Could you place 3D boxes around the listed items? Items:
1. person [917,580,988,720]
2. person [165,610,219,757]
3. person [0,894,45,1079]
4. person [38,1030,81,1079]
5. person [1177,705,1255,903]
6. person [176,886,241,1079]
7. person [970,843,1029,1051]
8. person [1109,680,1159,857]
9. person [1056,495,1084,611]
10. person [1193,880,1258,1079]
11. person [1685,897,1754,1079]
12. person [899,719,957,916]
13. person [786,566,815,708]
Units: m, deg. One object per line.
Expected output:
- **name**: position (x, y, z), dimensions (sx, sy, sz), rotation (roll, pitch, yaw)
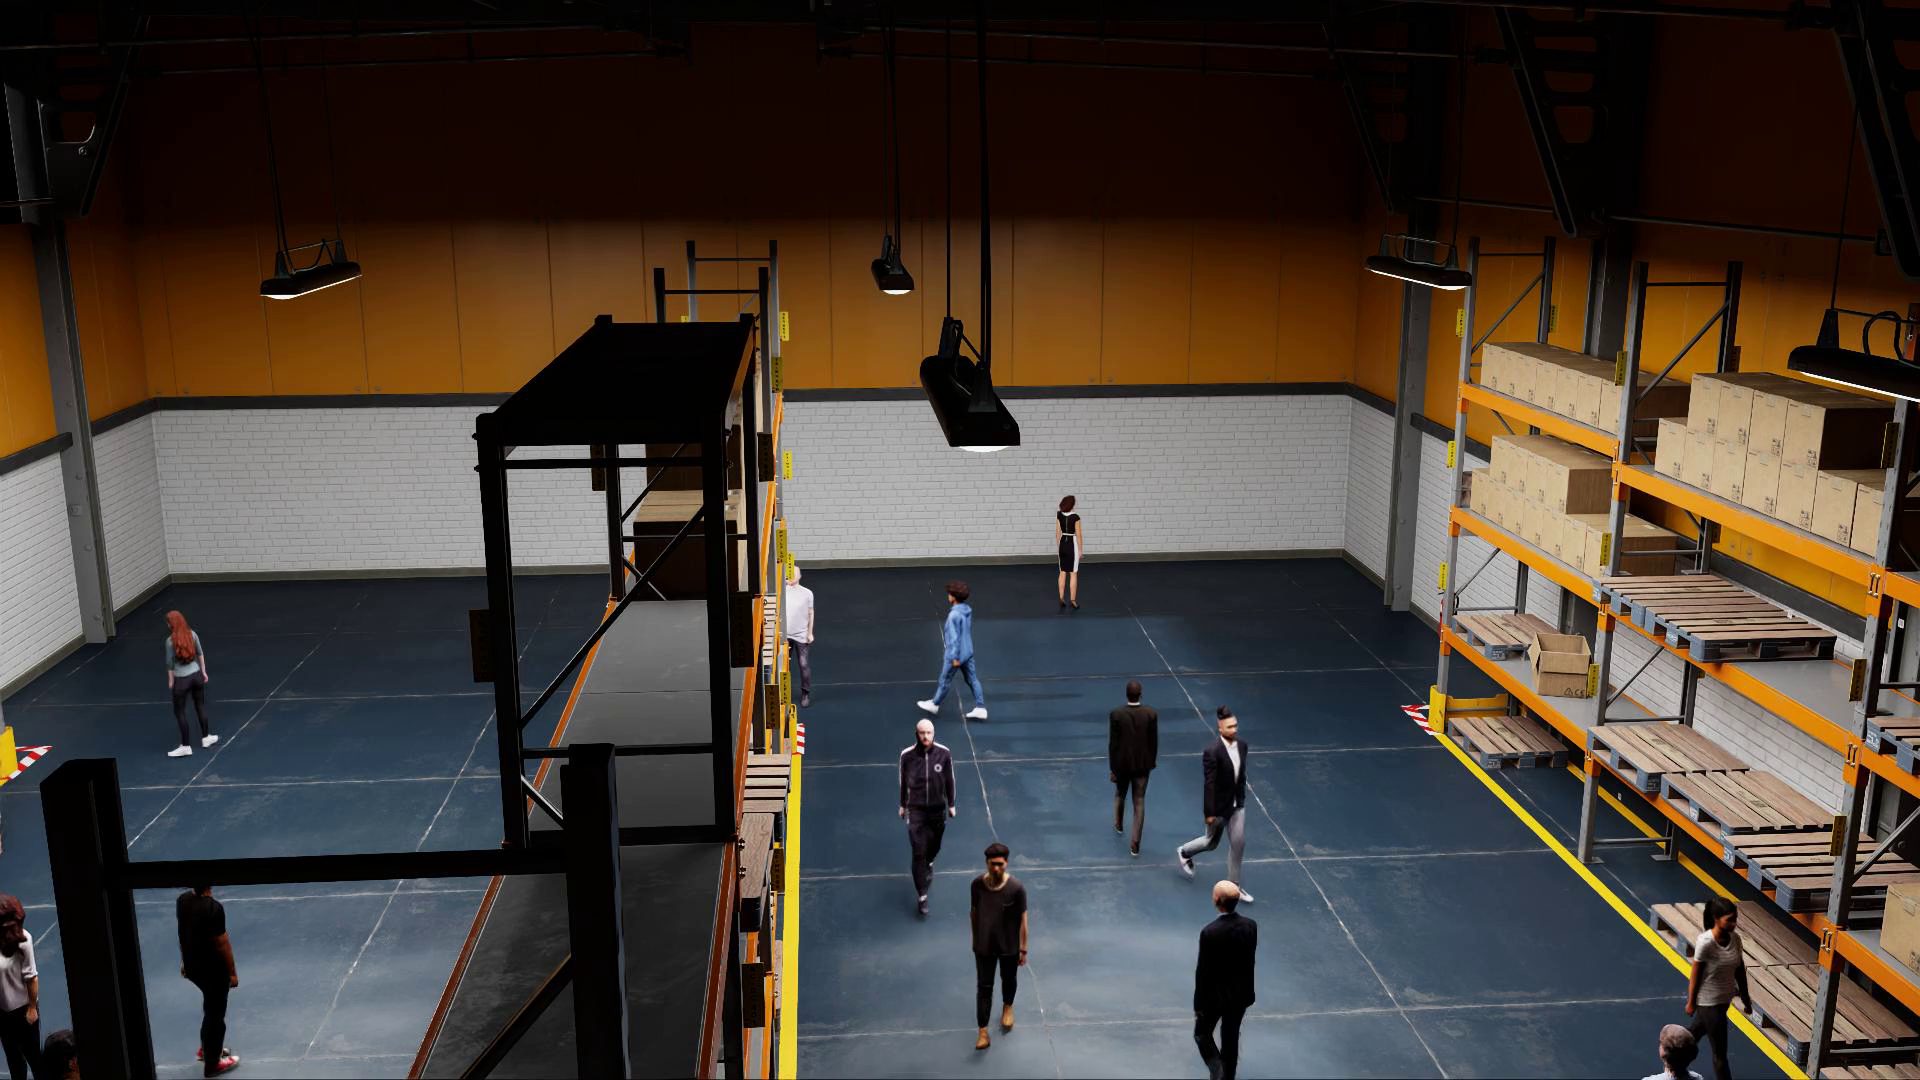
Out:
- **person**: position (0.065, 1.409, 20.664), dimensions (1.131, 1.764, 1.205), rotation (7, 15, 25)
- **person**: position (-9.109, 1.665, 19.689), dimensions (0.973, 1.726, 0.797), rotation (12, 18, 41)
- **person**: position (-6.949, 3.429, 12.258), dimensions (0.679, 1.795, 0.643), rotation (4, 14, 16)
- **person**: position (-5.762, 3.880, 10.844), dimensions (0.782, 1.584, 0.695), rotation (2, 14, 7)
- **person**: position (2.446, 2.476, 15.925), dimensions (1.063, 1.921, 1.244), rotation (-10, 17, -36)
- **person**: position (-5.862, 3.325, 12.791), dimensions (0.766, 1.746, 0.799), rotation (8, 16, 30)
- **person**: position (0.324, 3.208, 13.435), dimensions (0.800, 1.671, 1.102), rotation (2, 14, 9)
- **person**: position (1.770, 2.331, 16.854), dimensions (0.754, 1.765, 1.094), rotation (1, 14, 3)
- **person**: position (1.681, 0.185, 25.661), dimensions (0.650, 1.793, 0.685), rotation (9, 16, 33)
- **person**: position (2.007, 3.414, 12.329), dimensions (0.798, 1.790, 0.842), rotation (-5, 14, -20)
- **person**: position (5.627, 3.449, 12.588), dimensions (0.853, 1.601, 1.132), rotation (-7, 15, -27)
- **person**: position (-0.329, 2.558, 15.848), dimensions (0.741, 1.799, 1.212), rotation (-2, 14, -9)
- **person**: position (-2.116, 1.215, 21.325), dimensions (0.728, 1.831, 0.700), rotation (3, 14, 12)
